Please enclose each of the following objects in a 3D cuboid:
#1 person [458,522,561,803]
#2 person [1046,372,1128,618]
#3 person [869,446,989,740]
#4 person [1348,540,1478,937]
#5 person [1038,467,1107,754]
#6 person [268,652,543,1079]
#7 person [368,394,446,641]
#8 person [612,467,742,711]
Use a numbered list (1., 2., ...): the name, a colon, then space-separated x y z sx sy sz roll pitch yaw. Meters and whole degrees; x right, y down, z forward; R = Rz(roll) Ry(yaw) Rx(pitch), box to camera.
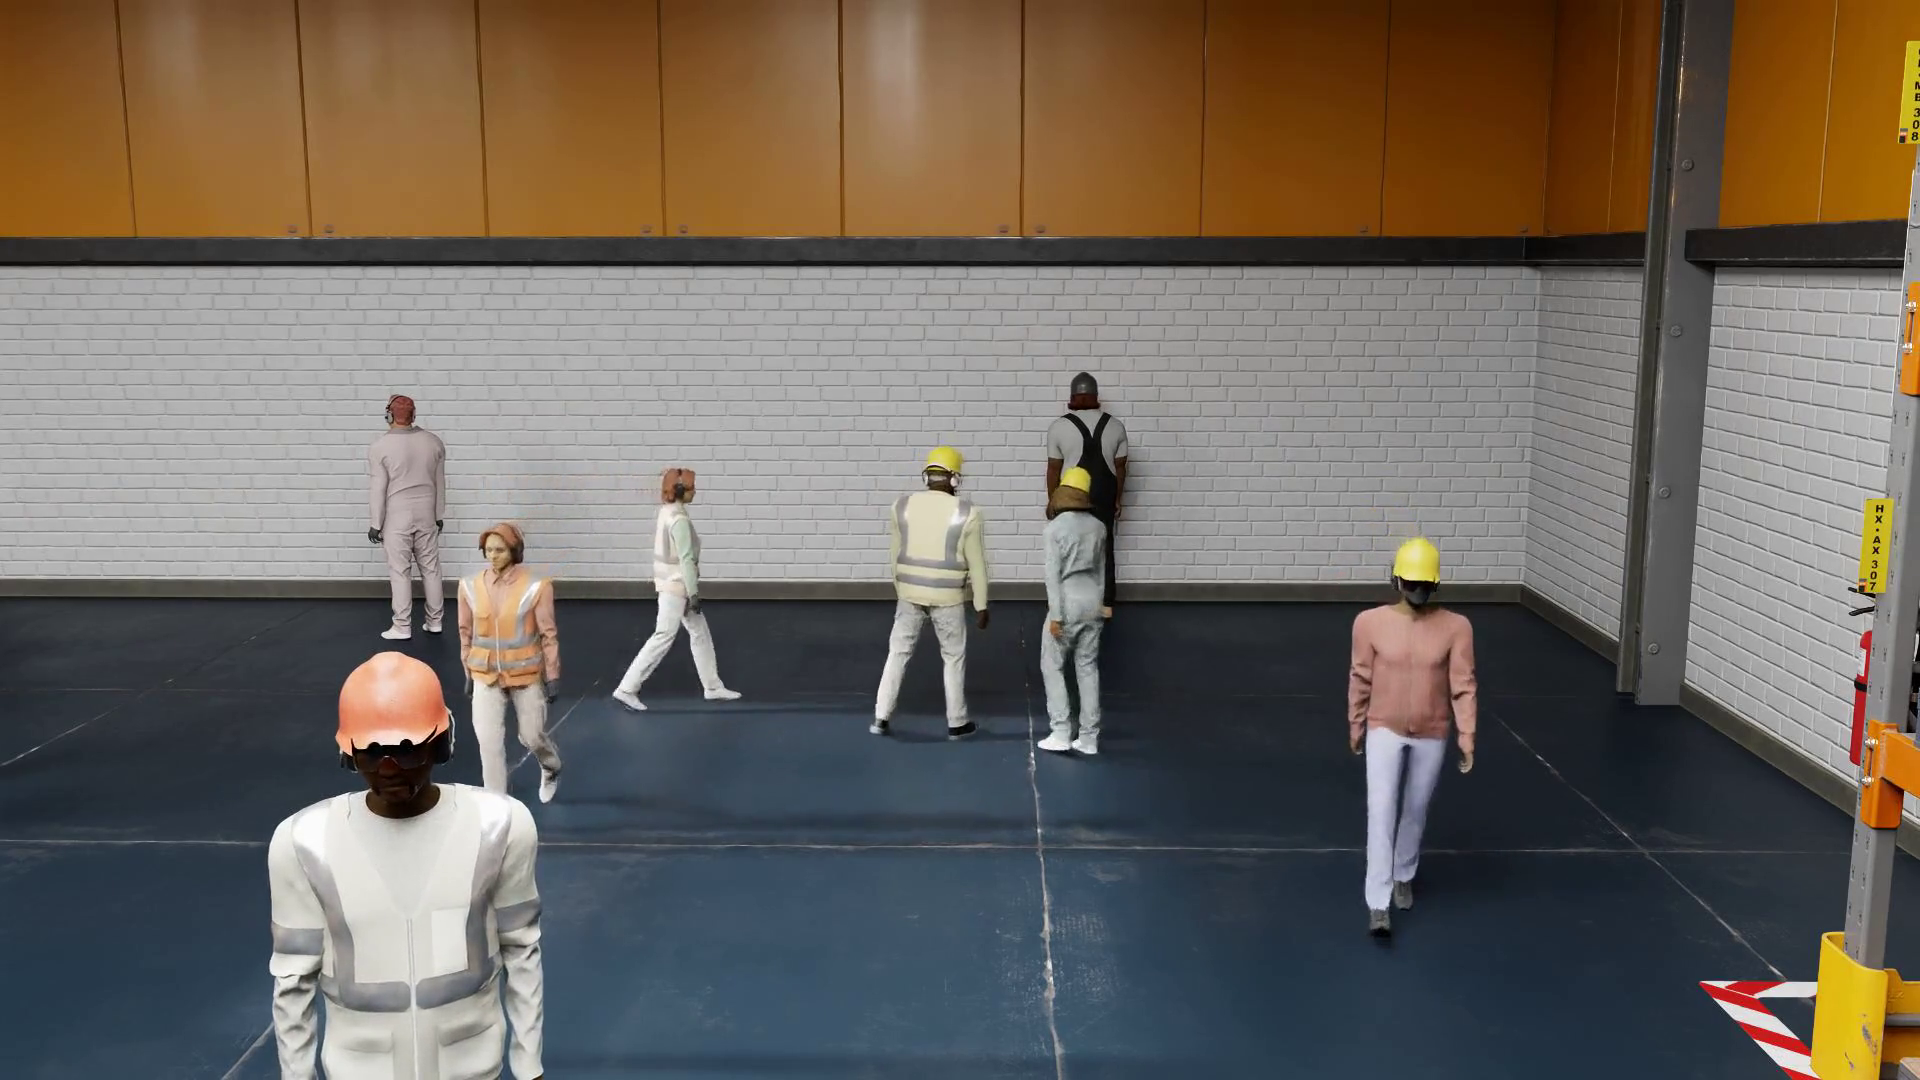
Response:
1. person: -2.304 0.693 8.595 0.521 1.618 0.709 1 9 4
2. person: 1.005 -0.368 13.678 0.684 2.000 0.535 -2 10 -13
3. person: -0.197 0.341 10.147 0.761 1.806 0.539 3 10 17
4. person: 1.968 0.864 7.232 0.533 1.718 0.882 1 10 8
5. person: 0.697 0.423 9.934 0.500 1.702 0.498 -6 11 -32
6. person: -1.284 1.257 3.936 0.613 2.041 0.393 -3 10 -19
7. person: -4.302 -0.174 12.917 0.407 1.910 0.638 8 13 41
8. person: -1.888 0.318 10.886 0.852 1.596 0.518 -3 10 -17
